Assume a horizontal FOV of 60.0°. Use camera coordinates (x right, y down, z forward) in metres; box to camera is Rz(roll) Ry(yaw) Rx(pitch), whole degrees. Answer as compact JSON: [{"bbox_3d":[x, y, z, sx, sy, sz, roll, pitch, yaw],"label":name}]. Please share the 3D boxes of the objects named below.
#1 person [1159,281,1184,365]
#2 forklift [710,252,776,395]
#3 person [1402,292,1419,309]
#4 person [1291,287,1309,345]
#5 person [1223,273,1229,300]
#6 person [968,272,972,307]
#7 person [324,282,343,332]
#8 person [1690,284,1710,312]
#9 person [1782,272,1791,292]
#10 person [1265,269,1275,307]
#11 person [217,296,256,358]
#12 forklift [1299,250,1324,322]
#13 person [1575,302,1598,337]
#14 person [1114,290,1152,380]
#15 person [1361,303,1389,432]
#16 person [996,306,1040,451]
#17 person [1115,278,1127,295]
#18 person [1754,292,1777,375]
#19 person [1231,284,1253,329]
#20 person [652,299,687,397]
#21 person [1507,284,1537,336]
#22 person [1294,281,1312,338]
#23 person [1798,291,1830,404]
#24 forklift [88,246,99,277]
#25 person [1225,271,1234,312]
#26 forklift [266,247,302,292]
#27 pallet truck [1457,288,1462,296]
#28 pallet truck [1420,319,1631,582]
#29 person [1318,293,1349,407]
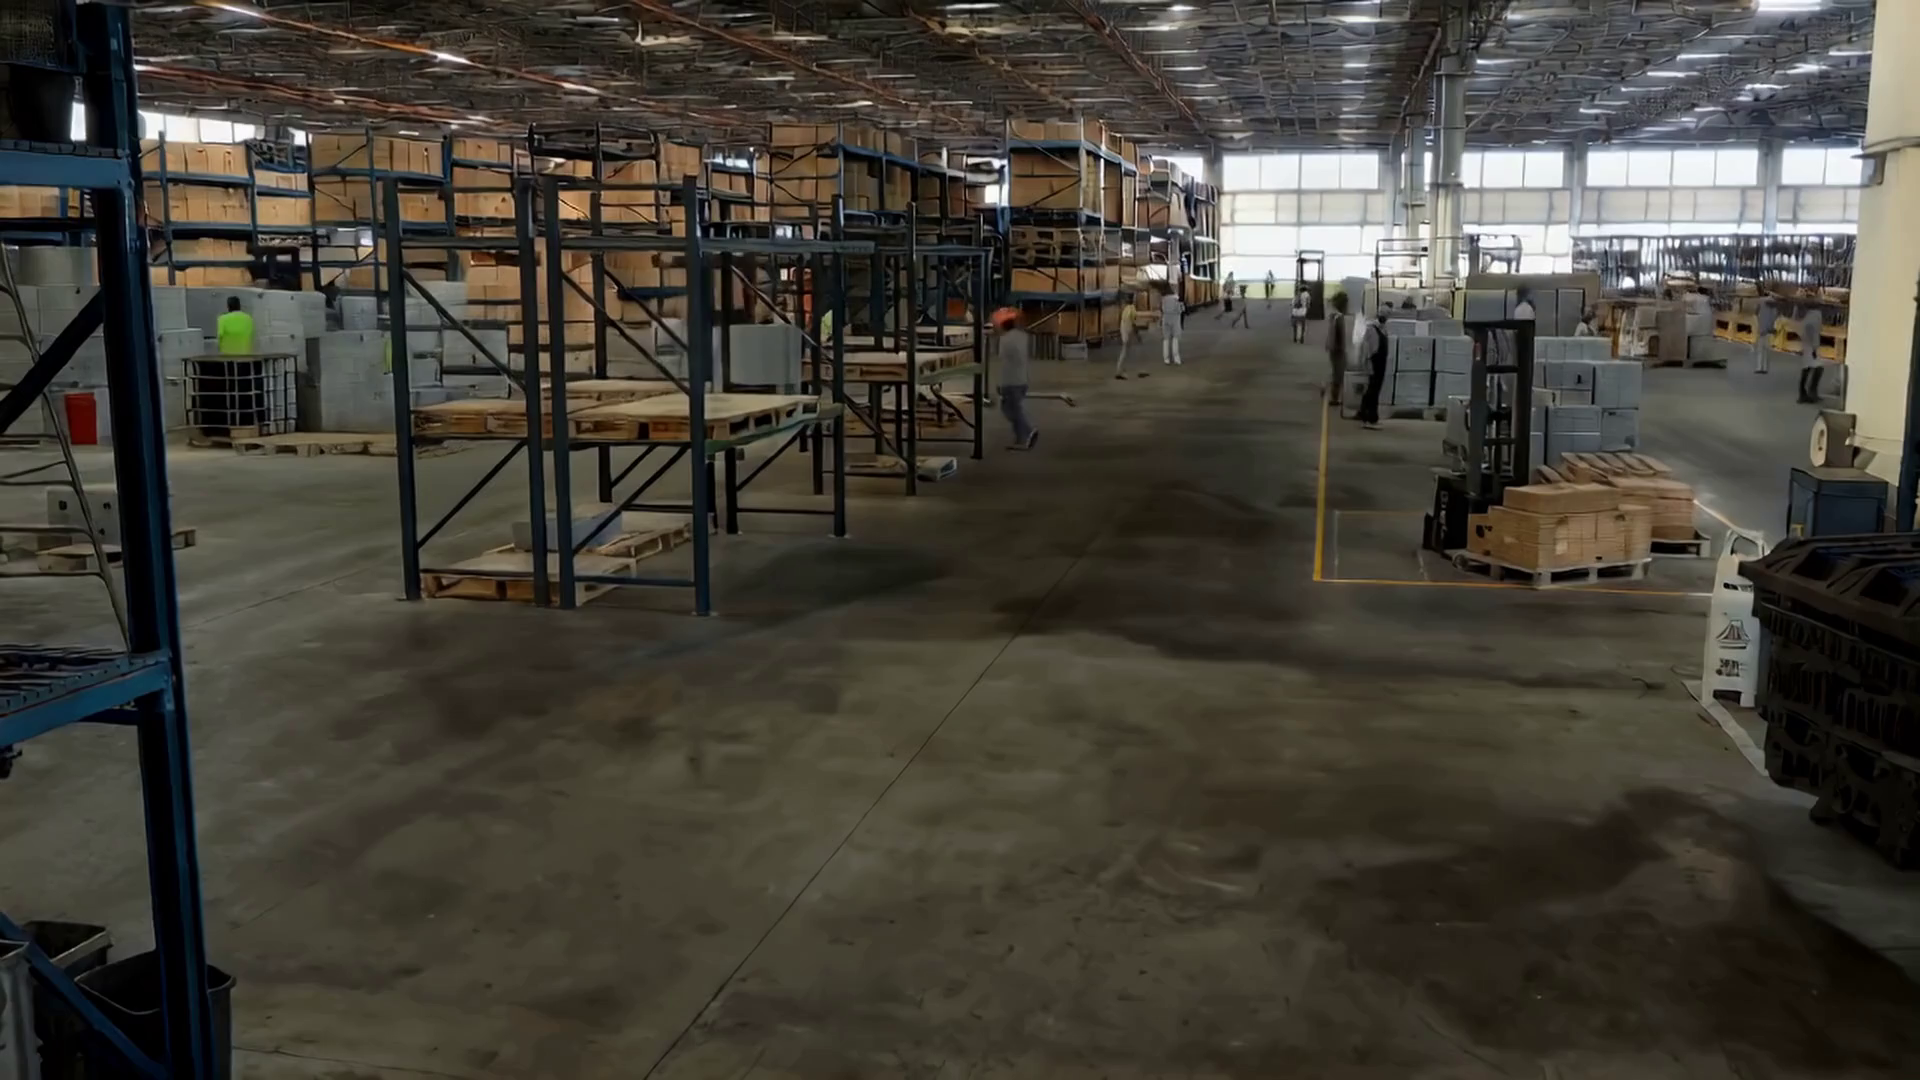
[{"bbox_3d":[4.978,-5.096,39.087,0.614,1.963,0.362,4,11,25],"label":"person"},{"bbox_3d":[-3.938,-3.749,28.406,1.129,2.768,1.873,2,10,12],"label":"forklift"},{"bbox_3d":[11.188,-5.349,41.486,0.528,1.666,0.834,-7,12,-36],"label":"person"},{"bbox_3d":[9.860,-6.482,48.194,0.540,1.670,0.787,0,10,0],"label":"person"},{"bbox_3d":[14.622,-13.702,90.757,0.554,1.723,0.786,1,10,6],"label":"person"},{"bbox_3d":[0.455,-10.990,74.178,0.653,1.894,0.976,5,11,26],"label":"person"},{"bbox_3d":[-15.530,-5.380,40.957,0.646,1.909,0.395,-9,13,-43],"label":"person"},{"bbox_3d":[21.684,-6.609,48.742,0.550,1.731,0.812,3,10,18],"label":"person"},{"bbox_3d":[43.919,-13.369,88.490,0.603,1.823,0.425,8,12,40],"label":"person"},{"bbox_3d":[16.245,-13.190,87.065,0.605,1.950,0.380,-5,11,-26],"label":"person"},{"bbox_3d":[-11.353,-2.899,26.279,0.911,1.914,0.641,4,10,24],"label":"person"},{"bbox_3d":[13.778,-10.002,65.433,1.129,2.768,1.873,2,10,12],"label":"forklift"},{"bbox_3d":[8.841,-2.425,23.551,0.329,1.874,0.518,2,10,11],"label":"person"},{"bbox_3d":[3.564,-4.172,34.012,0.914,1.828,0.524,-1,10,-7],"label":"person"},{"bbox_3d":[6.013,-2.489,24.009,0.326,1.842,0.517,8,12,39],"label":"person"},{"bbox_3d":[0.745,-2.035,21.231,0.642,1.877,0.602,7,12,38],"label":"person"},{"bbox_3d":[8.106,-12.554,83.707,0.632,1.818,0.837,4,10,21],"label":"person"},{"bbox_3d":[17.359,-4.437,35.775,0.523,1.769,0.320,-6,12,-33],"label":"person"},{"bbox_3d":[10.065,-8.333,59.294,0.738,1.609,0.499,2,10,12],"label":"person"},{"bbox_3d":[-4.488,-2.774,25.645,0.580,1.864,0.782,1,10,8],"label":"person"},{"bbox_3d":[10.834,-3.979,32.253,0.991,2.000,0.699,7,12,37],"label":"person"},{"bbox_3d":[10.840,-7.298,52.648,0.590,1.800,0.901,2,10,9],"label":"person"},{"bbox_3d":[14.641,-3.277,28.428,0.496,1.924,0.569,2,10,12],"label":"person"},{"bbox_3d":[-22.916,-6.455,44.428,1.873,2.768,1.129,-3,10,-17],"label":"forklift"},{"bbox_3d":[12.726,-11.722,78.396,0.547,1.942,0.351,-9,13,-43],"label":"person"},{"bbox_3d":[-19.767,-7.197,48.822,1.129,2.768,1.873,2,10,12],"label":"forklift"},{"bbox_3d":[20.506,-9.785,68.819,0.653,1.274,1.630,2,10,12],"label":"pallet truck"},{"bbox_3d":[4.543,-0.757,13.299,0.823,1.965,1.885,-4,10,-22],"label":"pallet truck"},{"bbox_3d":[6.357,-3.181,27.931,0.444,1.903,0.593,2,10,10],"label":"person"}]
